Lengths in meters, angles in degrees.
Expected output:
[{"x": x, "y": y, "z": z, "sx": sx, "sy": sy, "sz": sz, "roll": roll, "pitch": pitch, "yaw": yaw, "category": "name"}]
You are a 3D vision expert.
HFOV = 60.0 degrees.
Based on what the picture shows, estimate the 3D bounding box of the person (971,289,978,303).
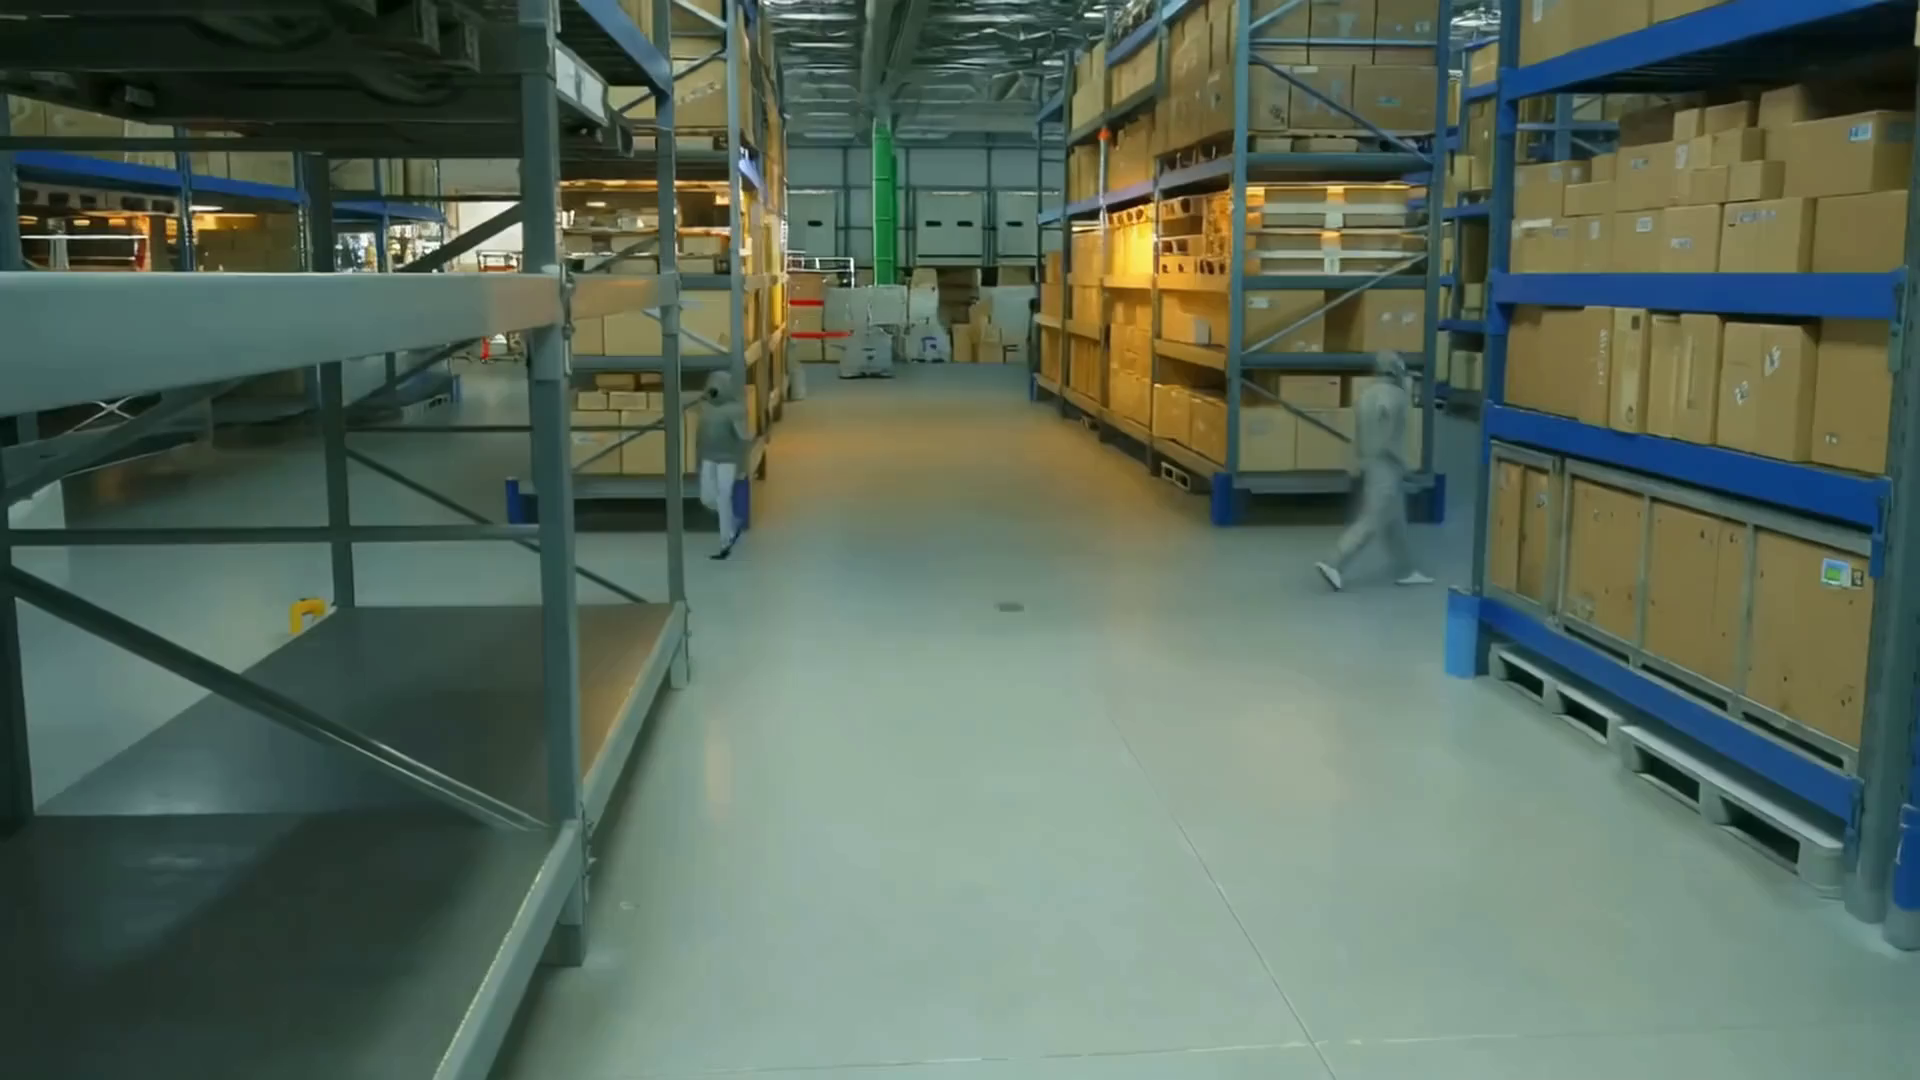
[{"x": 0.541, "y": -7.443, "z": 55.829, "sx": 0.380, "sy": 1.932, "sz": 0.548, "roll": -4, "pitch": 10, "yaw": -22, "category": "person"}]

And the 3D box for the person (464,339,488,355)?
[{"x": -14.554, "y": -6.444, "z": 50.004, "sx": 0.691, "sy": 1.810, "sz": 0.526, "roll": -8, "pitch": 12, "yaw": -41, "category": "person"}]

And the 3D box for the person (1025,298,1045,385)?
[{"x": 1.620, "y": -4.368, "z": 36.651, "sx": 0.634, "sy": 1.897, "sz": 0.612, "roll": -2, "pitch": 9, "yaw": -11, "category": "person"}]

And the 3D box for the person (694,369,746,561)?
[{"x": -2.004, "y": -0.651, "z": 14.153, "sx": 0.509, "sy": 1.618, "sz": 0.481, "roll": 5, "pitch": 10, "yaw": 30, "category": "person"}]

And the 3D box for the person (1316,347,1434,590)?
[{"x": 3.188, "y": -0.542, "z": 12.710, "sx": 0.948, "sy": 1.873, "sz": 0.634, "roll": -1, "pitch": 9, "yaw": -6, "category": "person"}]
